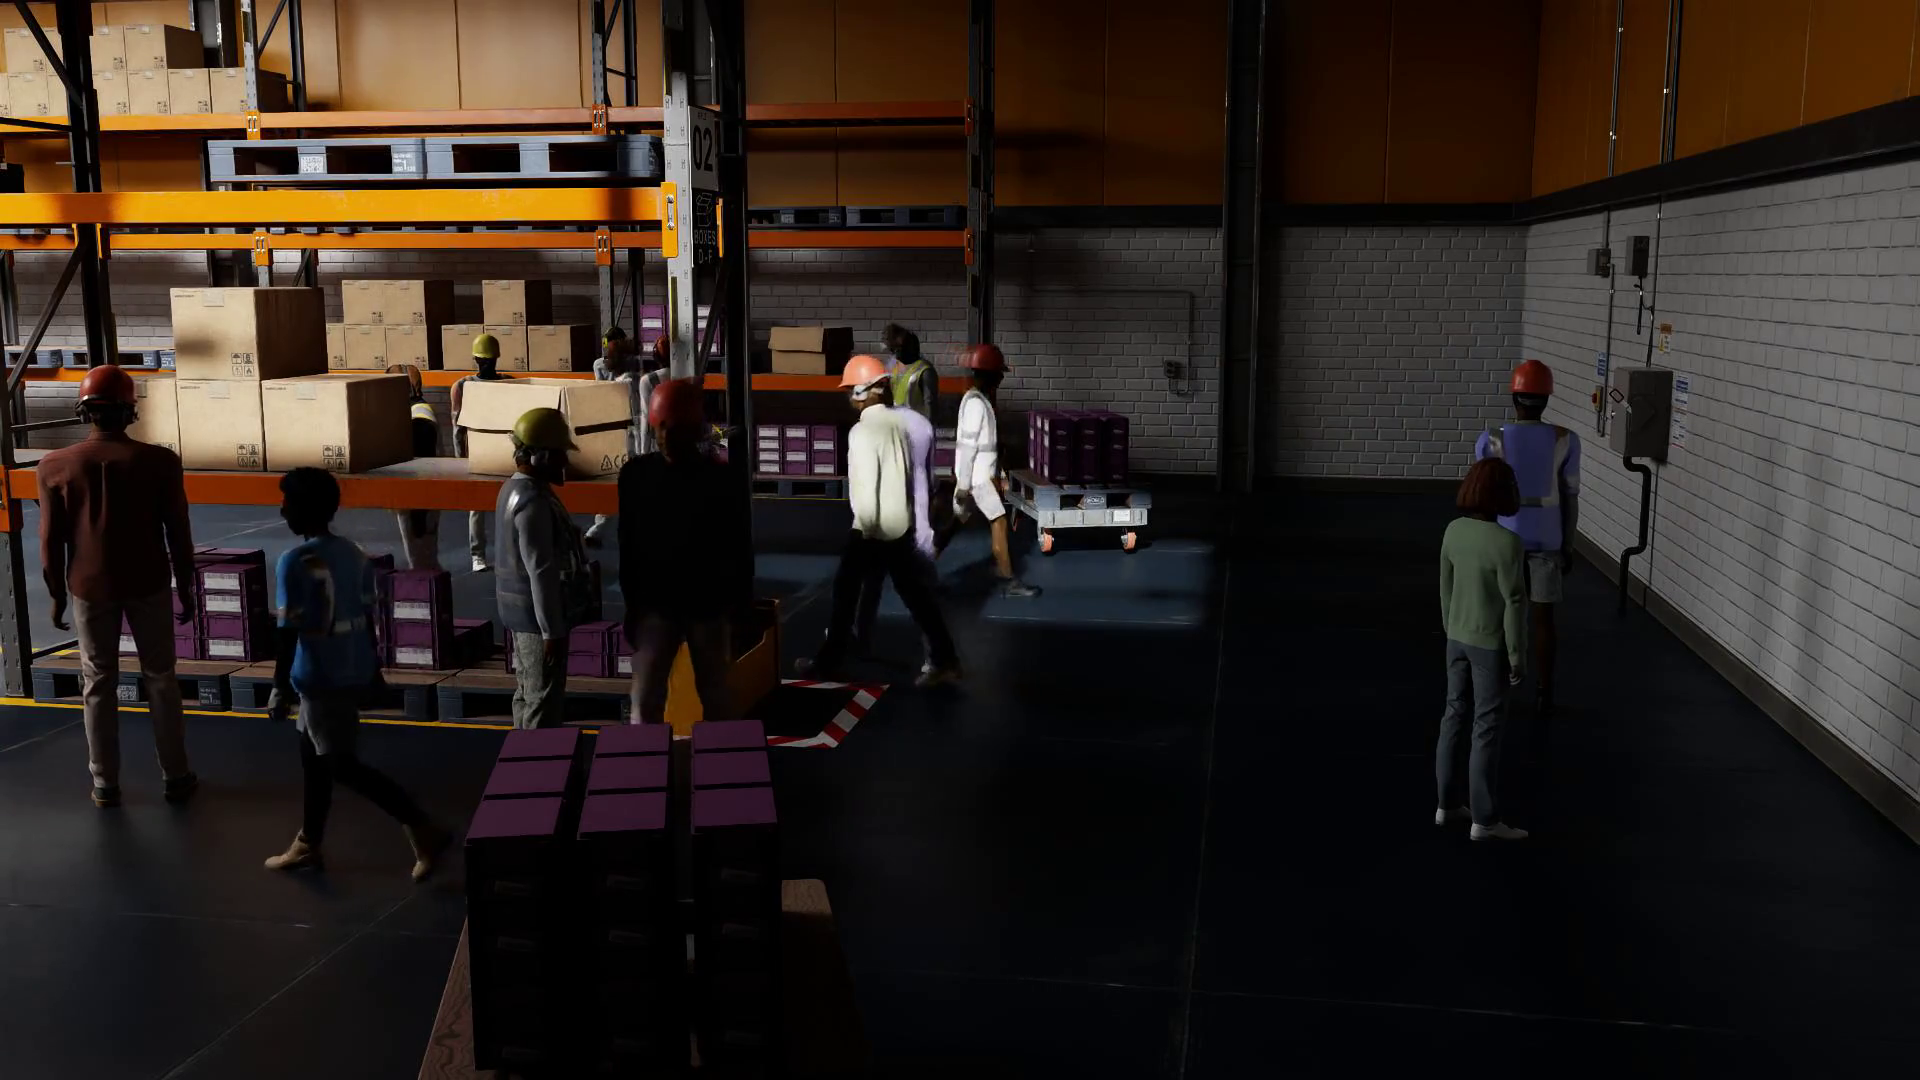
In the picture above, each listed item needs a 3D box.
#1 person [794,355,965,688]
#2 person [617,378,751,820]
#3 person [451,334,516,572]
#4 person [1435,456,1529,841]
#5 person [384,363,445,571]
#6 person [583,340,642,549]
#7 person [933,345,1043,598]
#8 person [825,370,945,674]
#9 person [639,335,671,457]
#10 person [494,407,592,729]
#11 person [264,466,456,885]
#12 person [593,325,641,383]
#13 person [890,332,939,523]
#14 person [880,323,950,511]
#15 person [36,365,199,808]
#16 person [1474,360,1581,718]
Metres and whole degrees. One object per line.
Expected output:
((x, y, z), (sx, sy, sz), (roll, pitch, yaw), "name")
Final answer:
((-0.436, -0.098, 9.646), (1.025, 1.947, 0.621), (5, 10, 27), "person")
((-1.218, 0.308, 7.020), (0.638, 1.954, 0.924), (2, 9, 15), "person")
((-3.777, -0.697, 13.404), (0.581, 1.919, 0.391), (-6, 11, -31), "person")
((2.232, 0.459, 7.089), (0.283, 1.636, 0.500), (-4, 10, -21), "person")
((-3.486, -0.206, 10.613), (0.428, 1.836, 0.626), (-4, 10, -21), "person")
((-2.912, -0.833, 14.542), (1.000, 1.832, 0.586), (-2, 9, -15), "person")
((0.083, -0.496, 12.267), (0.982, 1.893, 0.551), (0, 9, -3), "person")
((-0.422, -0.116, 10.016), (0.706, 1.835, 1.044), (-6, 11, -34), "person")
((-2.451, -0.792, 14.086), (0.573, 1.883, 0.356), (-7, 12, -38), "person")
((-1.813, 0.333, 7.274), (0.403, 1.829, 0.588), (-4, 10, -24), "person")
((-2.387, 0.538, 6.527), (0.811, 1.664, 0.533), (1, 9, 6), "person")
((-3.466, -1.230, 16.847), (0.513, 1.871, 0.329), (-6, 11, -31), "person")
((-0.477, -1.061, 15.902), (0.430, 1.838, 0.624), (-7, 12, -38), "person")
((-0.524, -1.199, 16.541), (0.739, 1.913, 0.632), (0, 9, 0), "person")
((-3.795, 0.209, 7.528), (0.614, 1.993, 0.395), (-3, 10, -20), "person")
((3.052, -0.001, 9.007), (0.543, 1.939, 0.359), (2, 9, 13), "person")
